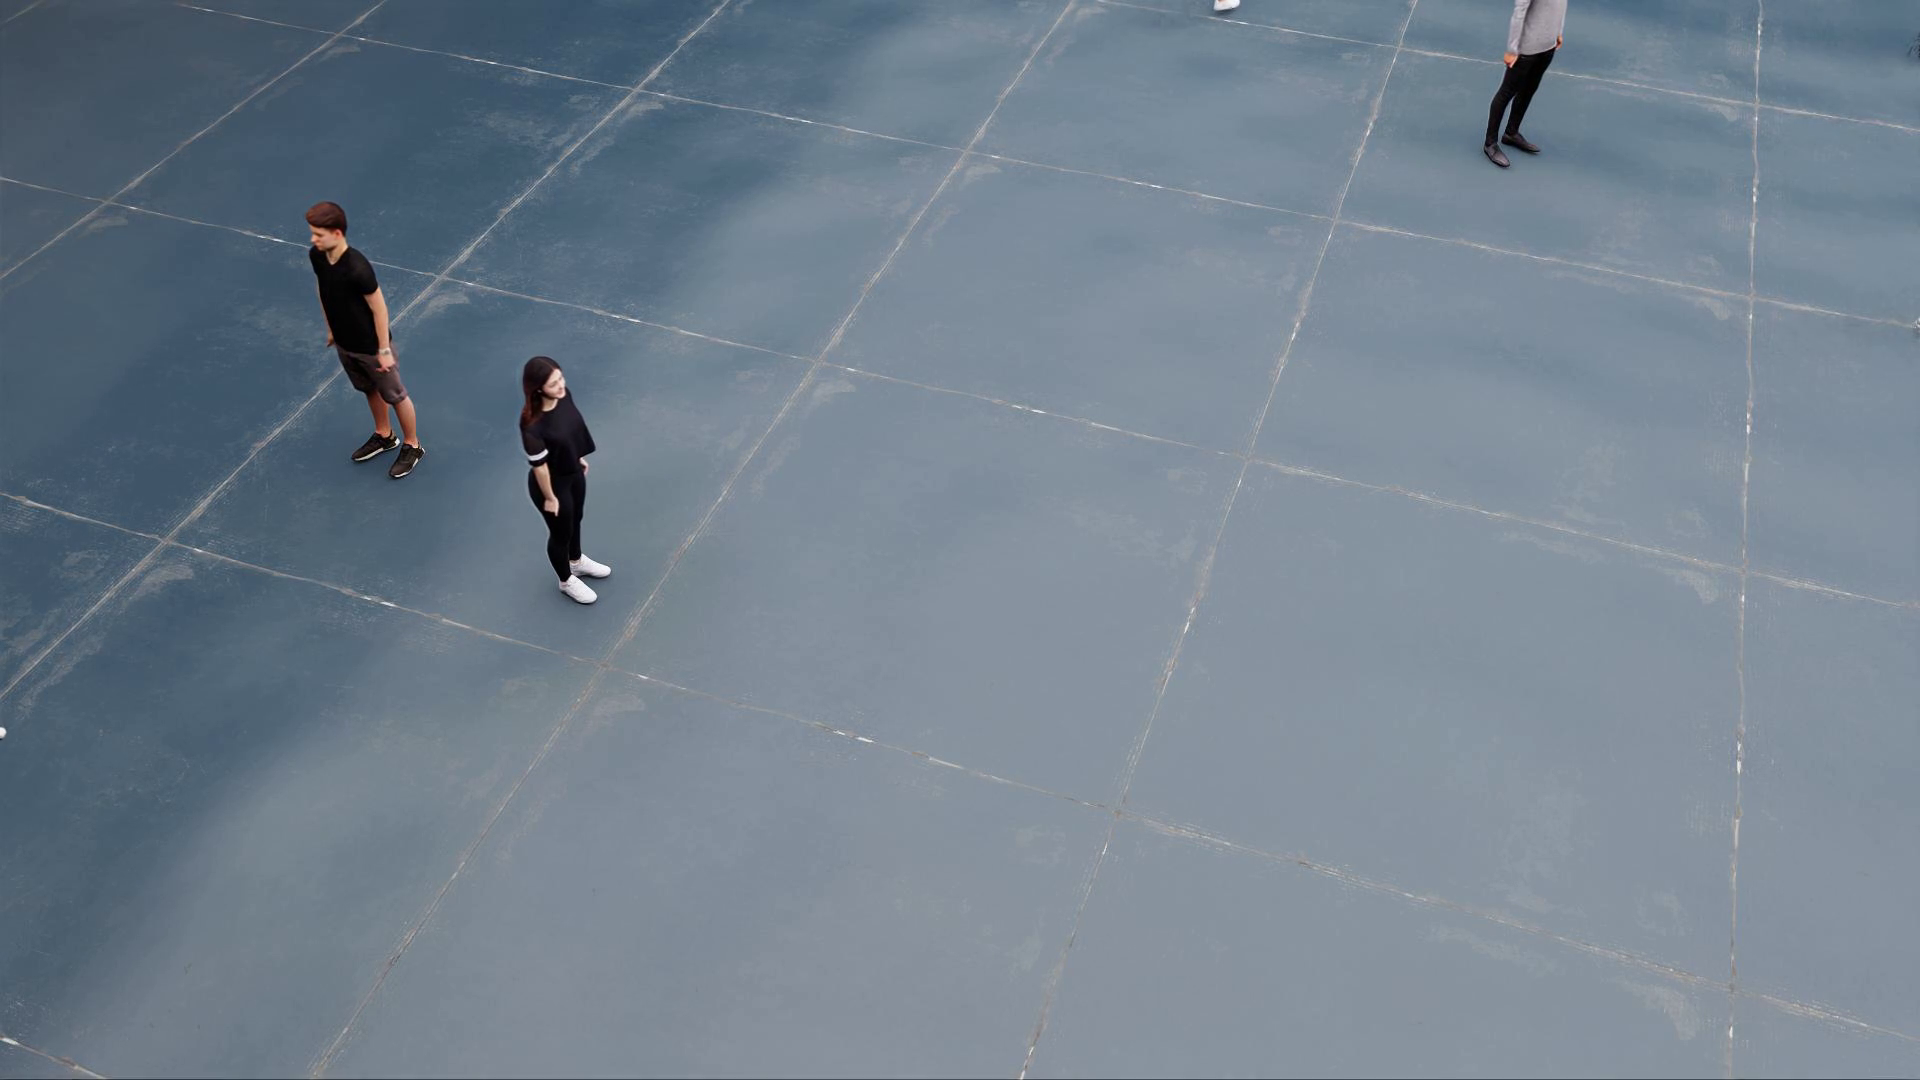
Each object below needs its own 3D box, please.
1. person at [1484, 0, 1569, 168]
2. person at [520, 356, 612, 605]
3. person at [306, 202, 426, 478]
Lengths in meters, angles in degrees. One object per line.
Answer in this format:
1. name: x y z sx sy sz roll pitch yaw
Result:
1. person: 4.414 -3.861 12.799 0.834 1.922 0.850 -24 48 -24
2. person: -2.222 -0.354 9.250 0.595 1.638 0.616 10 44 11
3. person: -3.587 -1.227 10.022 0.619 1.861 0.795 25 48 24
